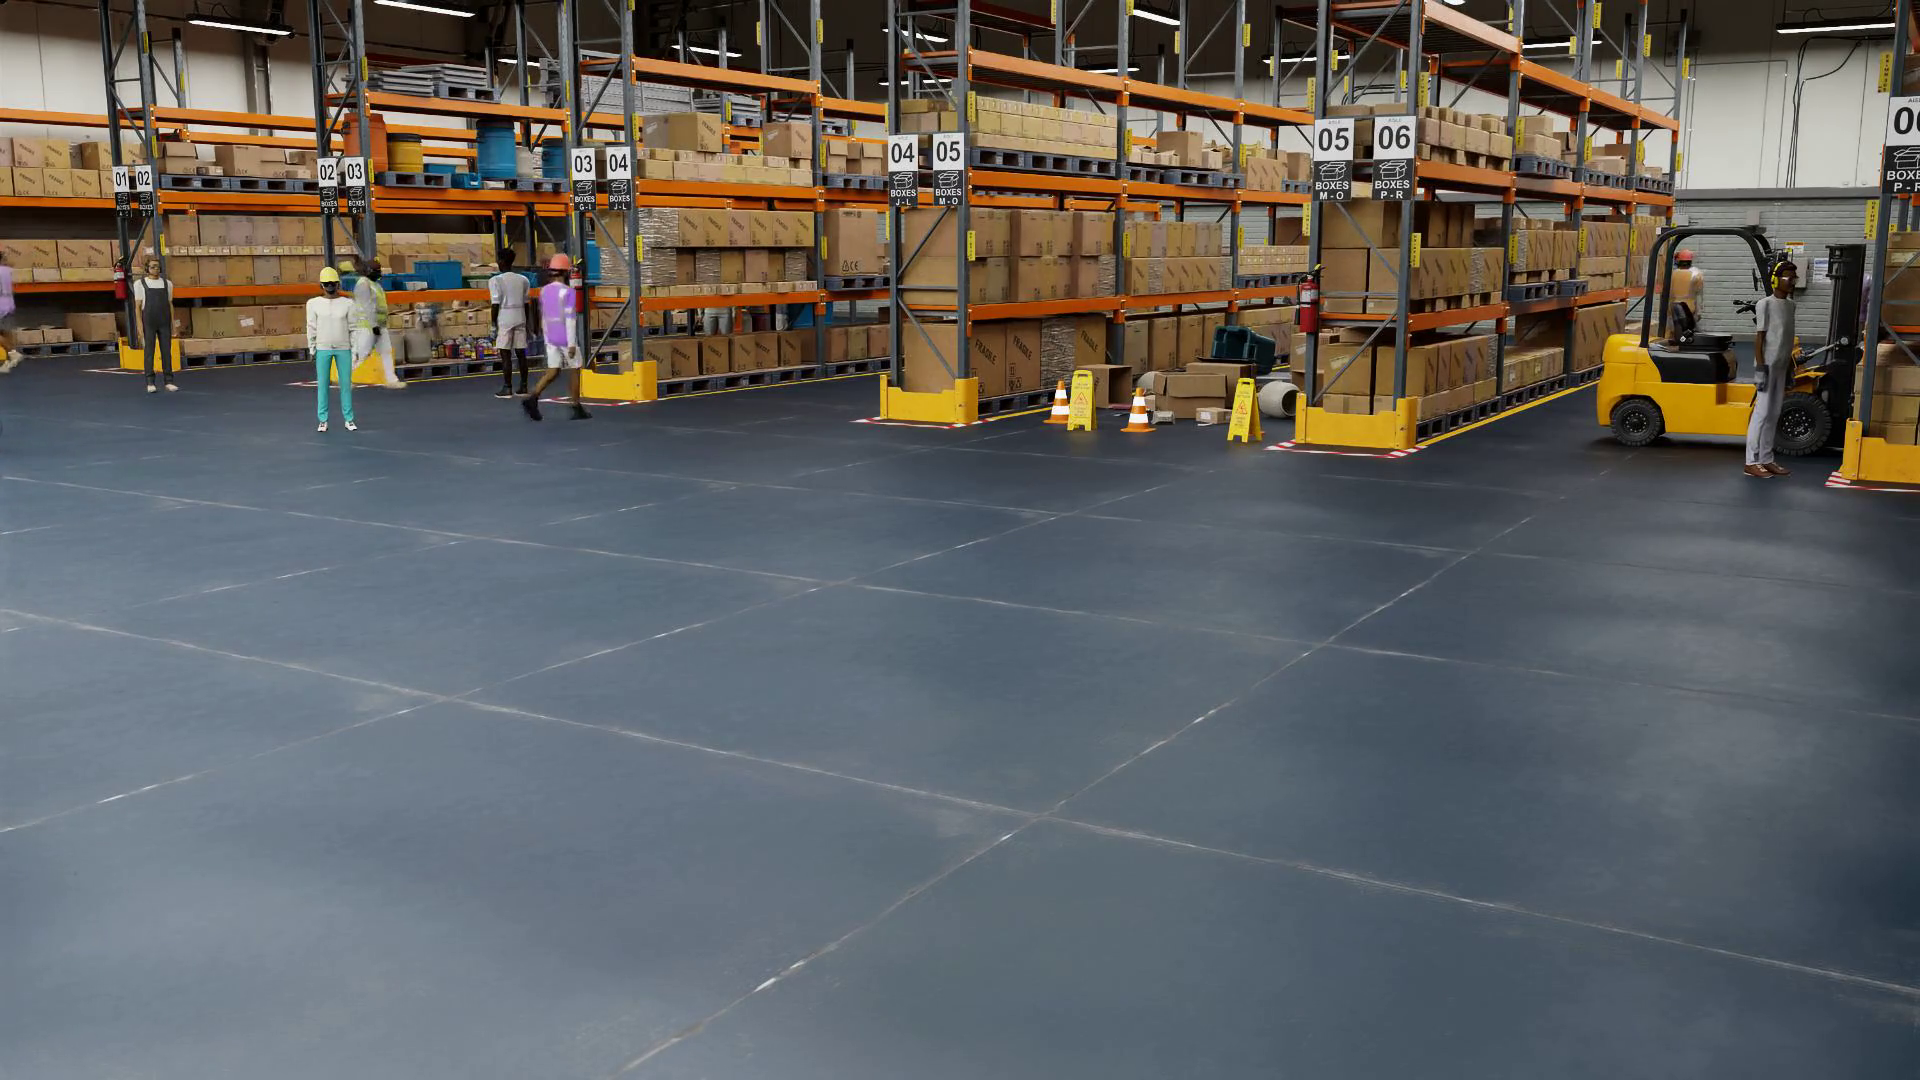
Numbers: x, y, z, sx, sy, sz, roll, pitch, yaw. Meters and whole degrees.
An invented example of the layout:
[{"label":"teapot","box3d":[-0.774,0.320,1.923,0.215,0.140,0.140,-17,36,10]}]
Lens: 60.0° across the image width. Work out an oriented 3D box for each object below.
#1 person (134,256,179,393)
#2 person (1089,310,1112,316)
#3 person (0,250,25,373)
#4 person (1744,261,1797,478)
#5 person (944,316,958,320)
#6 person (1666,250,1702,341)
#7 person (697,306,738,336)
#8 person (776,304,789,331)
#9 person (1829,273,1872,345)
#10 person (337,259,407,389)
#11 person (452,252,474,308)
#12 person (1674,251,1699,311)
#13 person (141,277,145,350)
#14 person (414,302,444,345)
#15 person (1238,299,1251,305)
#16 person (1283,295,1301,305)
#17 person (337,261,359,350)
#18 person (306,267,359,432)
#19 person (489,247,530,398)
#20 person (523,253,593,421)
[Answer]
[{"label":"person","box3d":[-10.952,-2.937,22.686,0.507,1.847,0.345,-10,14,-44]},{"label":"person","box3d":[2.666,-4.189,30.187,0.547,1.664,0.727,7,12,34]},{"label":"person","box3d":[-14.921,-3.595,25.883,0.529,2.020,0.605,1,10,4]},{"label":"person","box3d":[7.091,-1.480,14.460,0.520,1.871,0.326,-7,12,-34]},{"label":"person","box3d":[0.022,-3.015,22.609,0.606,2.035,0.403,6,12,31]},{"label":"person","box3d":[11.528,-3.655,26.514,0.545,1.905,0.896,7,12,34]},{"label":"person","box3d":[-3.670,-3.423,25.195,0.629,1.932,0.373,0,10,0]},{"label":"person","box3d":[-3.088,-3.800,28.113,0.507,1.632,0.274,9,13,40]},{"label":"person","box3d":[12.775,-3.178,23.850,0.582,1.918,0.405,5,11,27]},{"label":"person","box3d":[-8.221,-2.985,23.079,0.877,1.811,0.621,1,10,5]},{"label":"person","box3d":[-10.081,-4.877,33.583,0.593,1.830,0.987,5,11,26]},{"label":"person","box3d":[13.182,-4.304,30.278,0.652,1.876,0.473,-5,11,-28]},{"label":"person","box3d":[-14.474,-4.087,29.799,0.504,1.610,0.735,-1,10,-7]},{"label":"person","box3d":[-8.583,-3.571,26.911,0.524,1.606,0.829,6,12,30]},{"label":"person","box3d":[5.418,-4.586,32.212,0.492,1.740,0.319,8,13,38]},{"label":"person","box3d":[7.015,-5.033,34.318,0.476,1.882,0.682,-10,14,-44]},{"label":"person","box3d":[-10.257,-3.776,27.712,0.527,1.730,0.888,9,14,42]},{"label":"person","box3d":[-6.759,-2.052,17.951,0.523,1.769,0.314,-5,11,-25]},{"label":"person","box3d":[-5.911,-2.845,21.830,0.362,1.966,0.611,8,13,38]},{"label":"person","box3d":[-4.590,-2.293,18.906,0.548,1.915,0.831,7,13,36]}]
